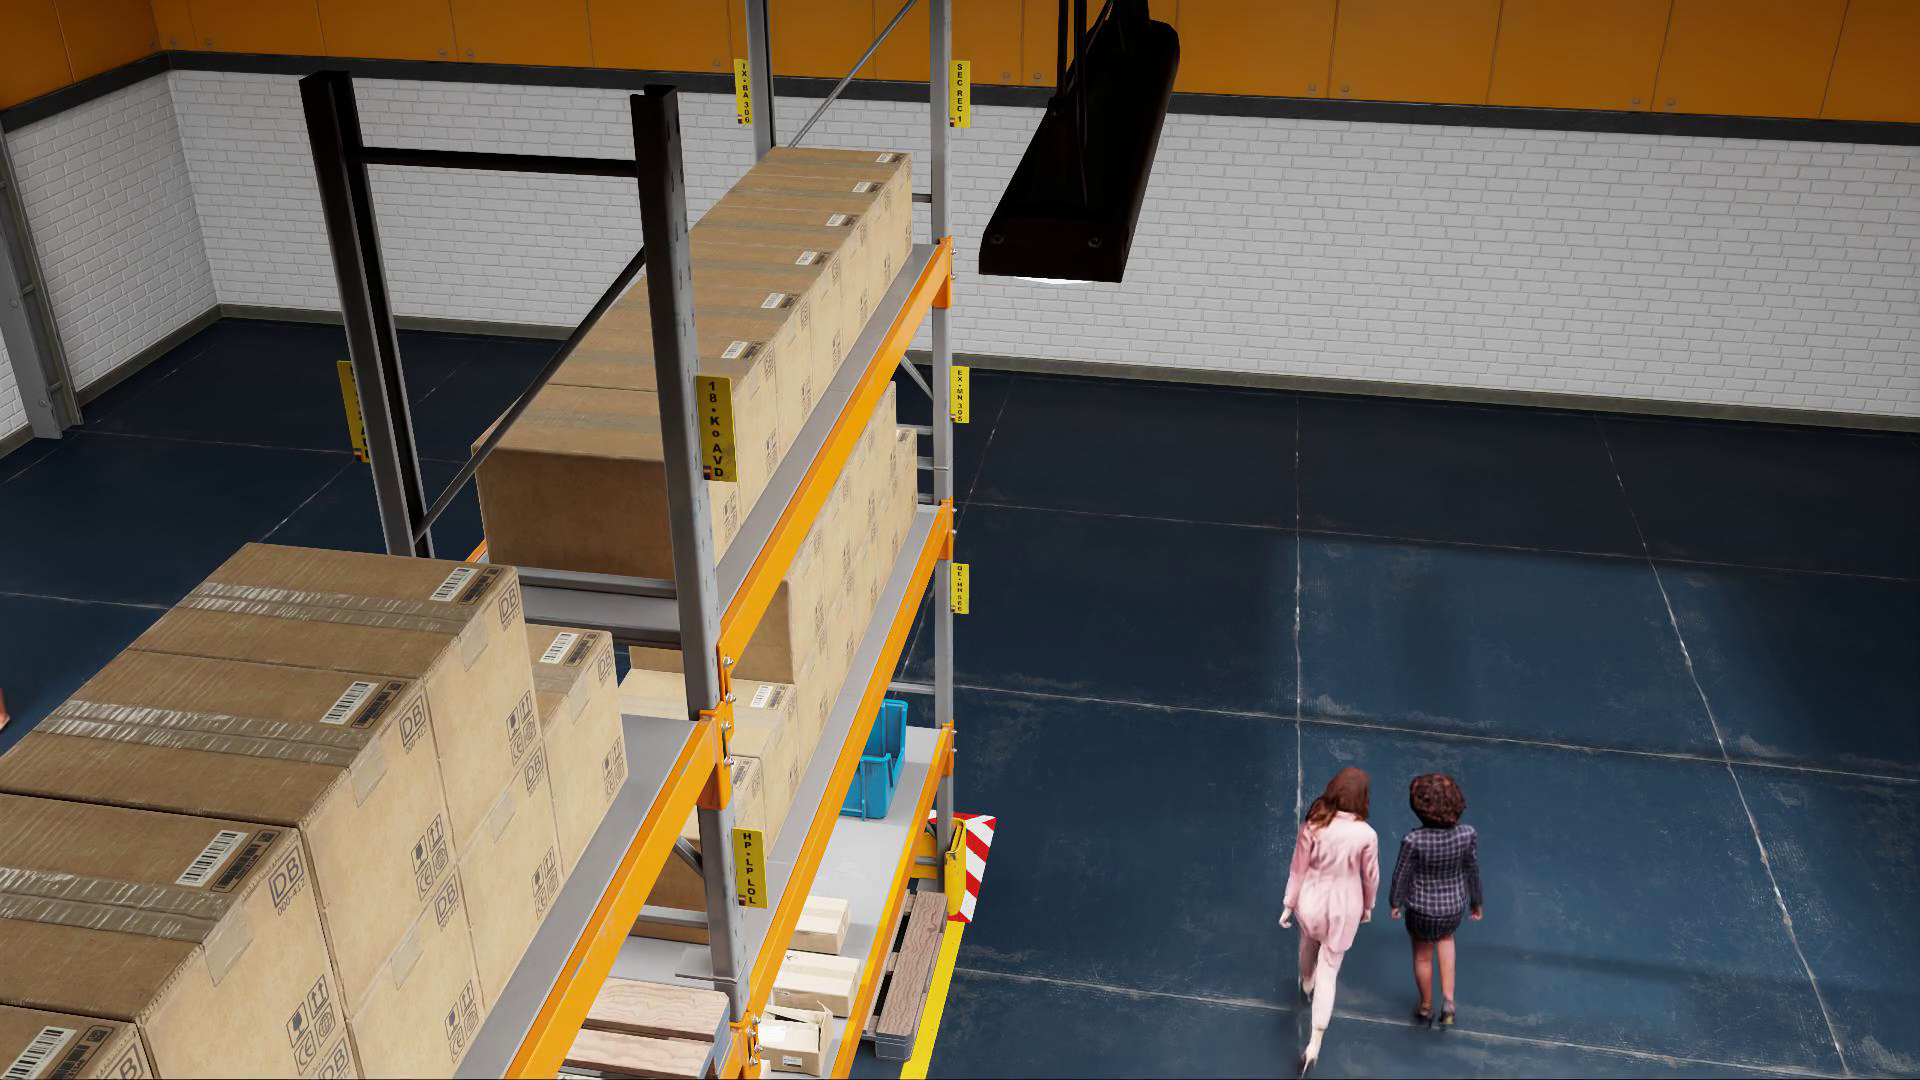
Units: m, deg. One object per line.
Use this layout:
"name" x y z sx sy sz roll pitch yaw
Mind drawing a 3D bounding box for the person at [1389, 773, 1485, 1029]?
"person" 2.620 2.076 9.117 0.747 1.675 0.732 1 29 1

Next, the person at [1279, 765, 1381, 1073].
"person" 1.988 2.081 9.019 0.723 1.761 1.127 8 30 14
